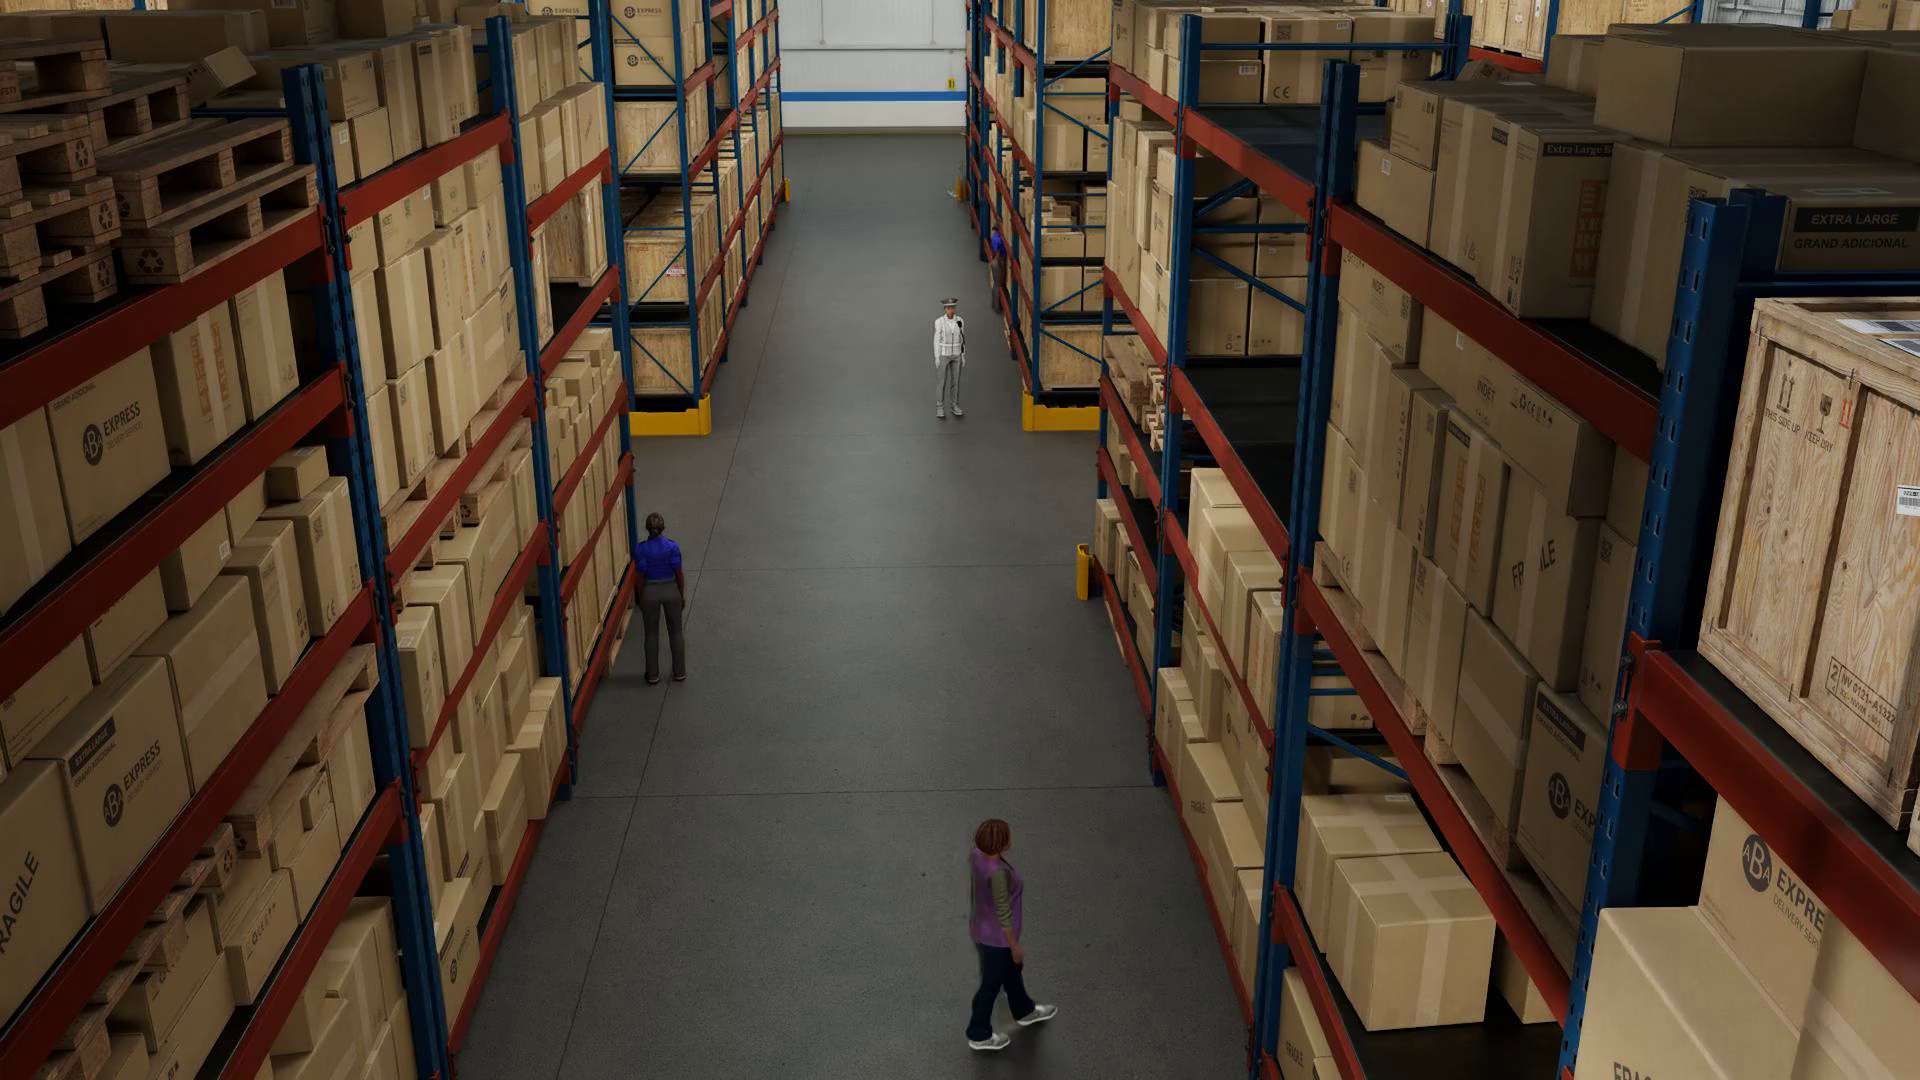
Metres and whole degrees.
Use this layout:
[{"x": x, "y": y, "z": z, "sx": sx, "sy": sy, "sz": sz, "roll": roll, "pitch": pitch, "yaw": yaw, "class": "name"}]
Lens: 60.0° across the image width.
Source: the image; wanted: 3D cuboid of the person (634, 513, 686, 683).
[{"x": -2.749, "y": 0.512, "z": 15.280, "sx": 0.434, "sy": 1.656, "sz": 0.361, "roll": -5, "pitch": 21, "yaw": -12, "class": "person"}]

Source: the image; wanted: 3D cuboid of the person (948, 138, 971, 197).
[{"x": 0.128, "y": -9.470, "z": 42.103, "sx": 0.860, "sy": 1.567, "sz": 0.458, "roll": 2, "pitch": 21, "yaw": 4, "class": "person"}]

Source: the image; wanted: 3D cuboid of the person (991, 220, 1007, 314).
[{"x": 0.729, "y": -4.903, "z": 29.786, "sx": 0.335, "sy": 1.660, "sz": 0.439, "roll": -4, "pitch": 21, "yaw": -12, "class": "person"}]

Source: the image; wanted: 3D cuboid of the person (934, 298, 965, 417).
[{"x": -0.139, "y": -2.608, "z": 23.600, "sx": 0.464, "sy": 1.689, "sz": 0.347, "roll": -7, "pitch": 22, "yaw": -18, "class": "person"}]

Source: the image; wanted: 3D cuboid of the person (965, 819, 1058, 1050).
[{"x": 0.350, "y": 2.417, "z": 10.234, "sx": 0.642, "sy": 1.598, "sz": 0.423, "roll": -5, "pitch": 21, "yaw": -13, "class": "person"}]
